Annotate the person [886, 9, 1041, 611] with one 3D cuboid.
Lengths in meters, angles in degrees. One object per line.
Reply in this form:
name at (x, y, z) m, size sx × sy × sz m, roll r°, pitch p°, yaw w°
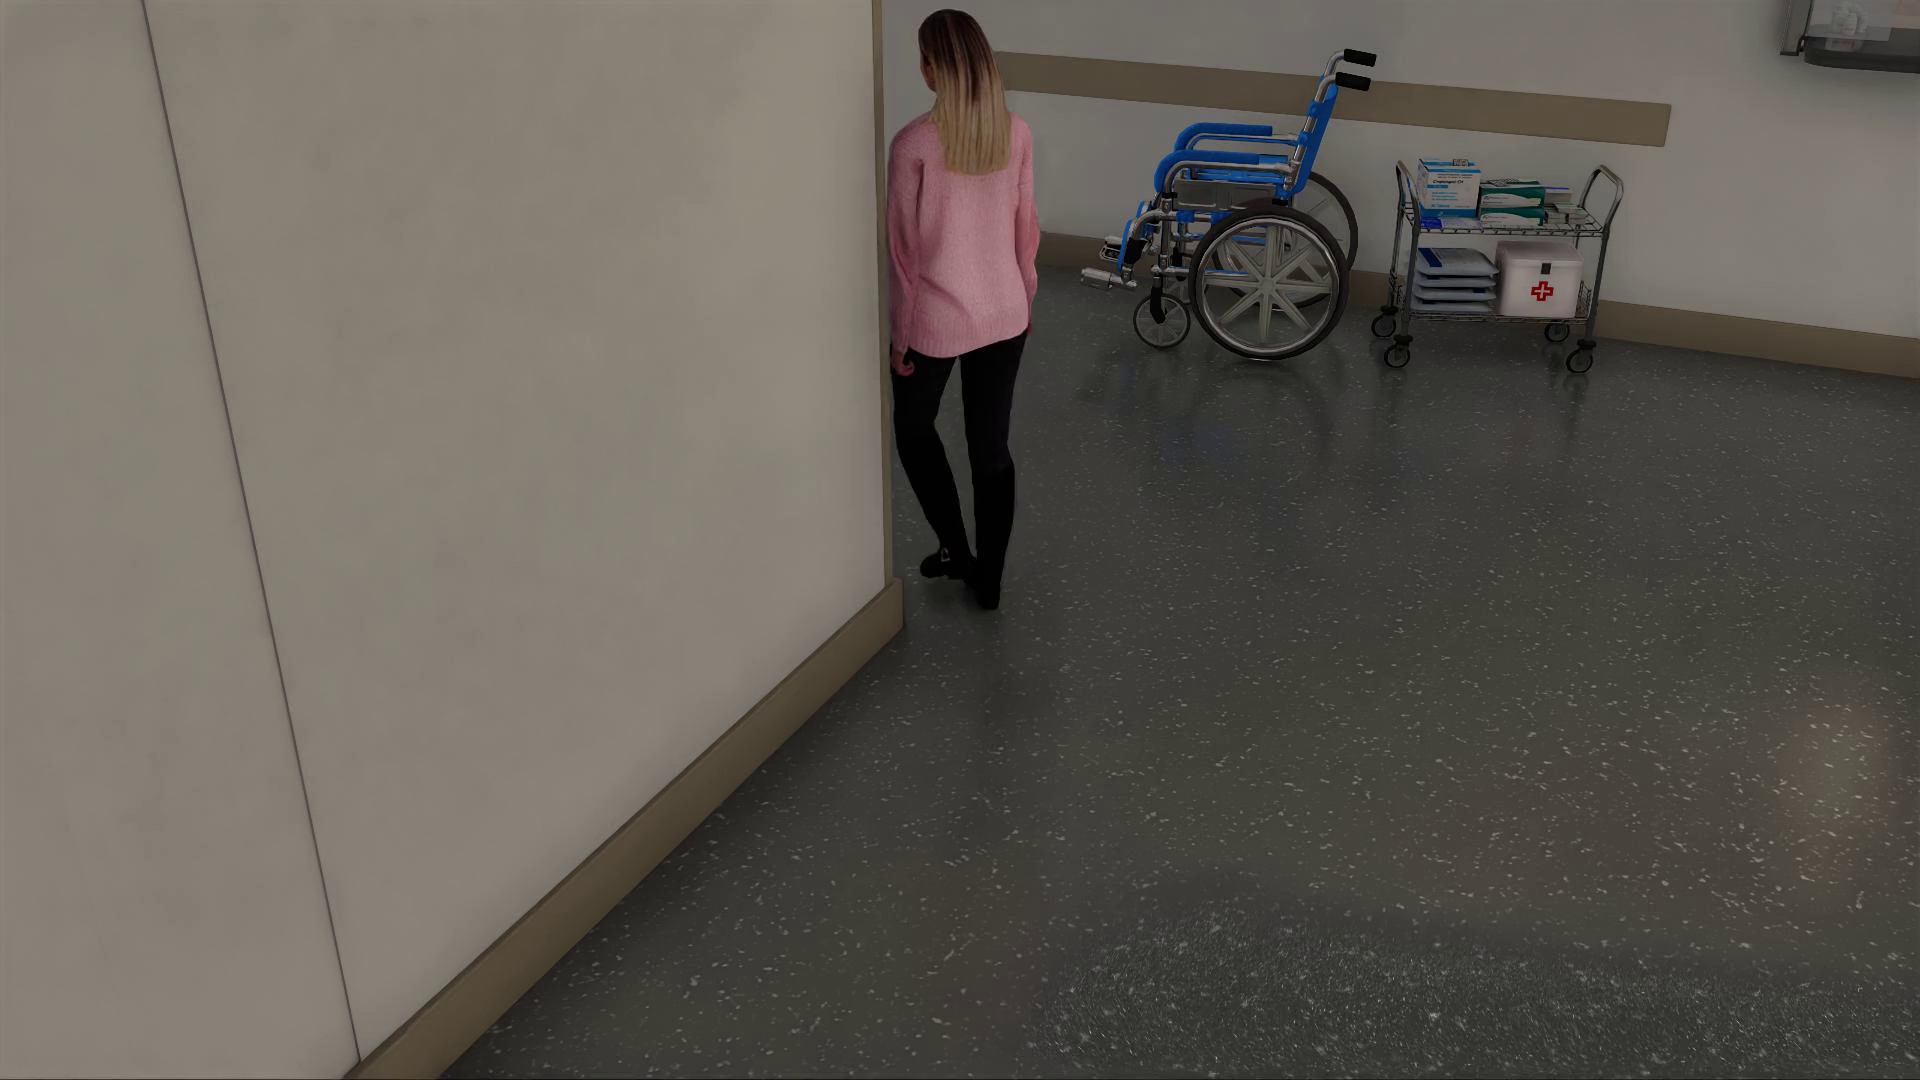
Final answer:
person at (0.034, -0.558, 4.539) m, size 0.727 × 1.670 × 0.798 m, roll -10°, pitch 28°, yaw -20°
